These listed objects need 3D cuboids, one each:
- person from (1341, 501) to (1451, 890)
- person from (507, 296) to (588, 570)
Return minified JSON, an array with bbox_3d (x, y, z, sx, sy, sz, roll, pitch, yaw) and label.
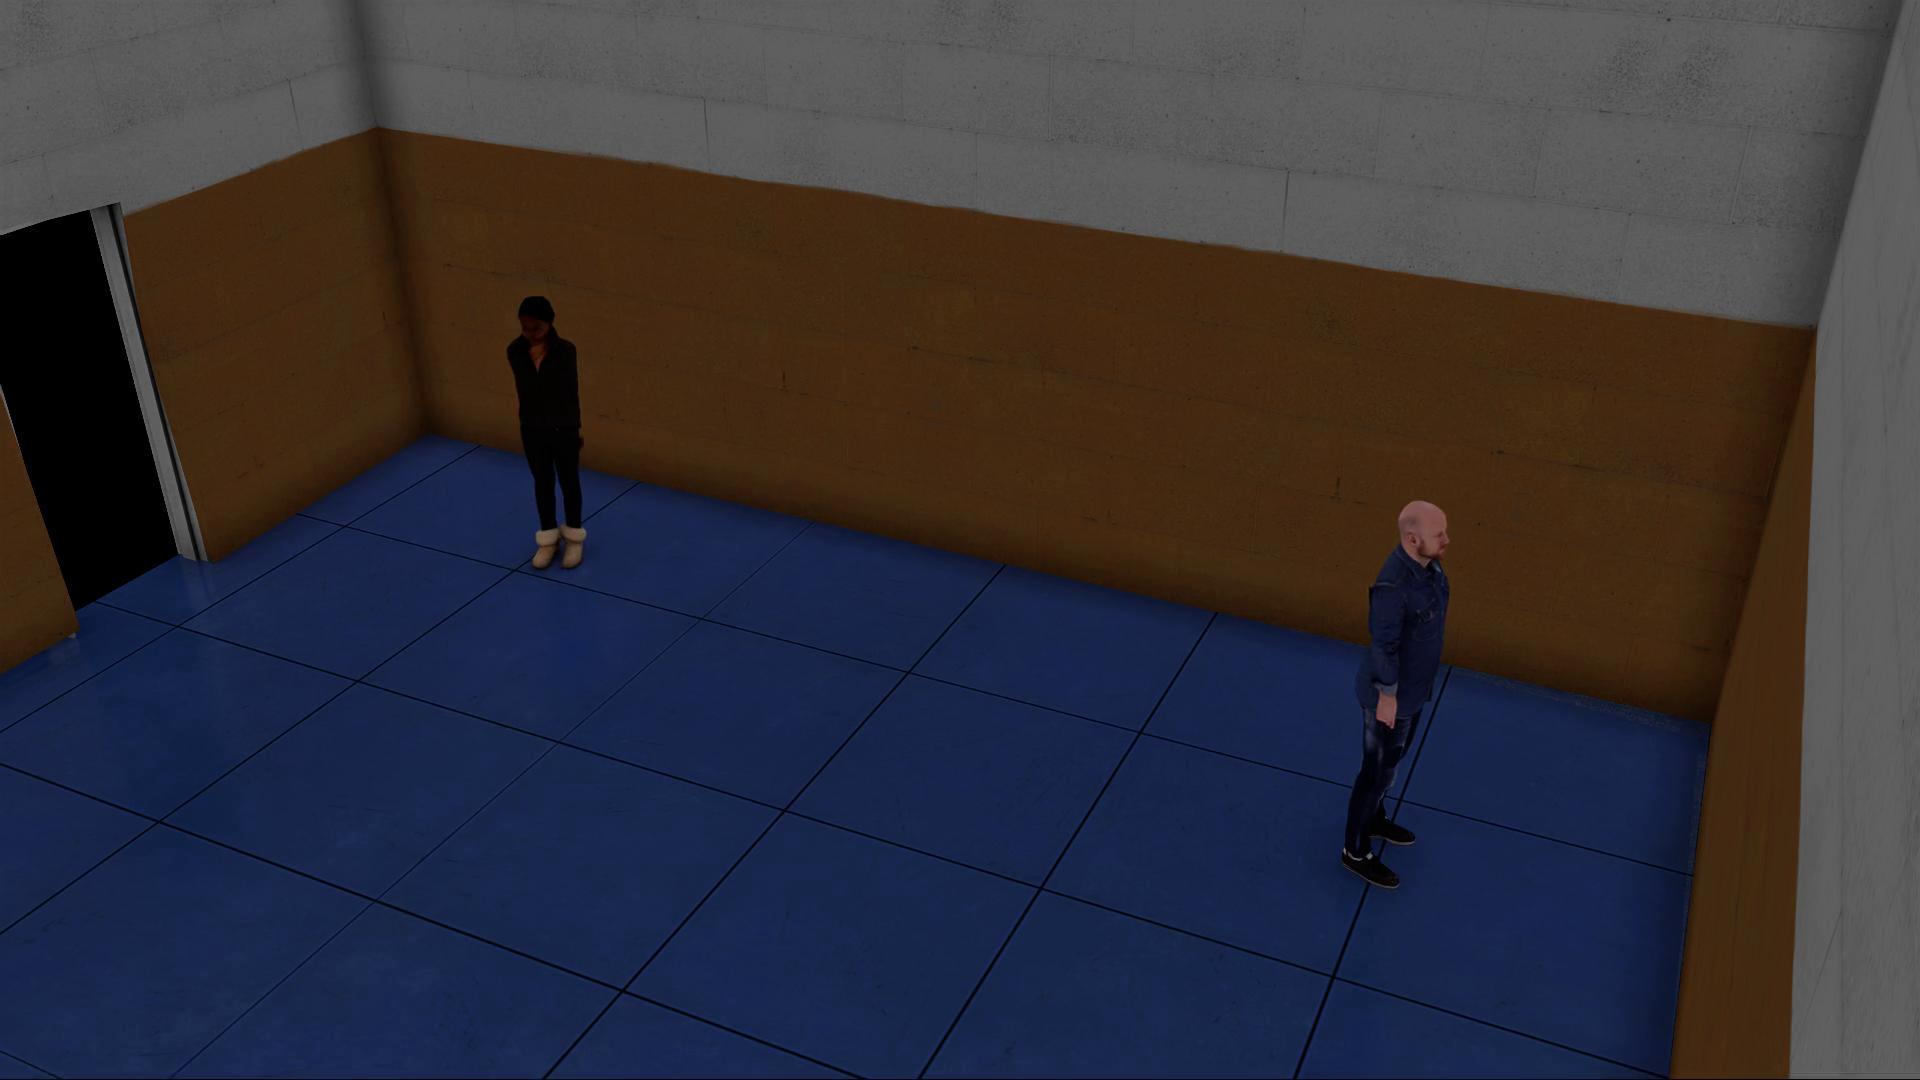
[{"bbox_3d":[1.917,0.651,7.283,0.560,1.825,0.717,14,31,23],"label":"person"},{"bbox_3d":[-2.434,-0.666,9.865,0.684,1.662,0.738,23,36,36],"label":"person"}]
